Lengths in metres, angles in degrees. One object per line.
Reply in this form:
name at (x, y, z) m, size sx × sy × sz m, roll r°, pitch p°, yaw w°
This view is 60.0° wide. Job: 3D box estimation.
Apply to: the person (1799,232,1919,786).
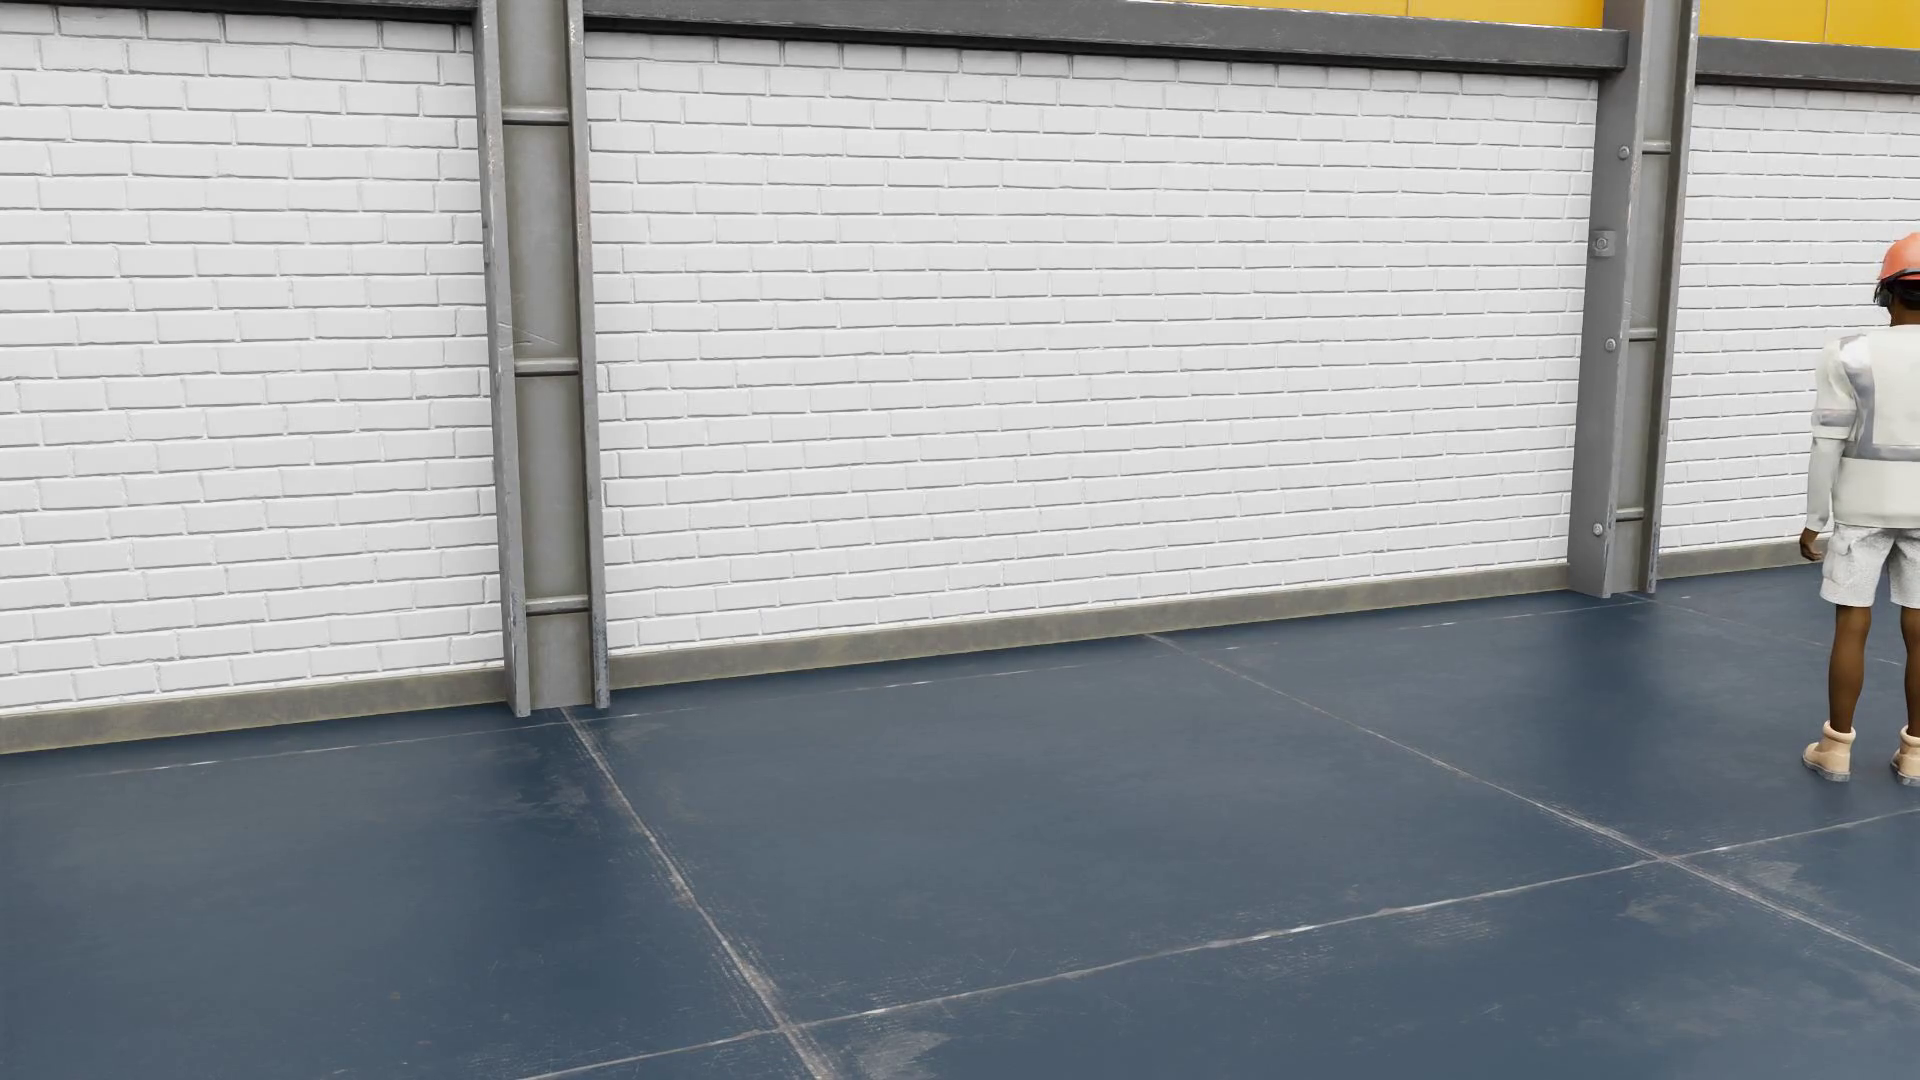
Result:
person at (3.449, -0.103, 6.163) m, size 0.615 × 2.043 × 0.373 m, roll 3°, pitch 11°, yaw 15°
